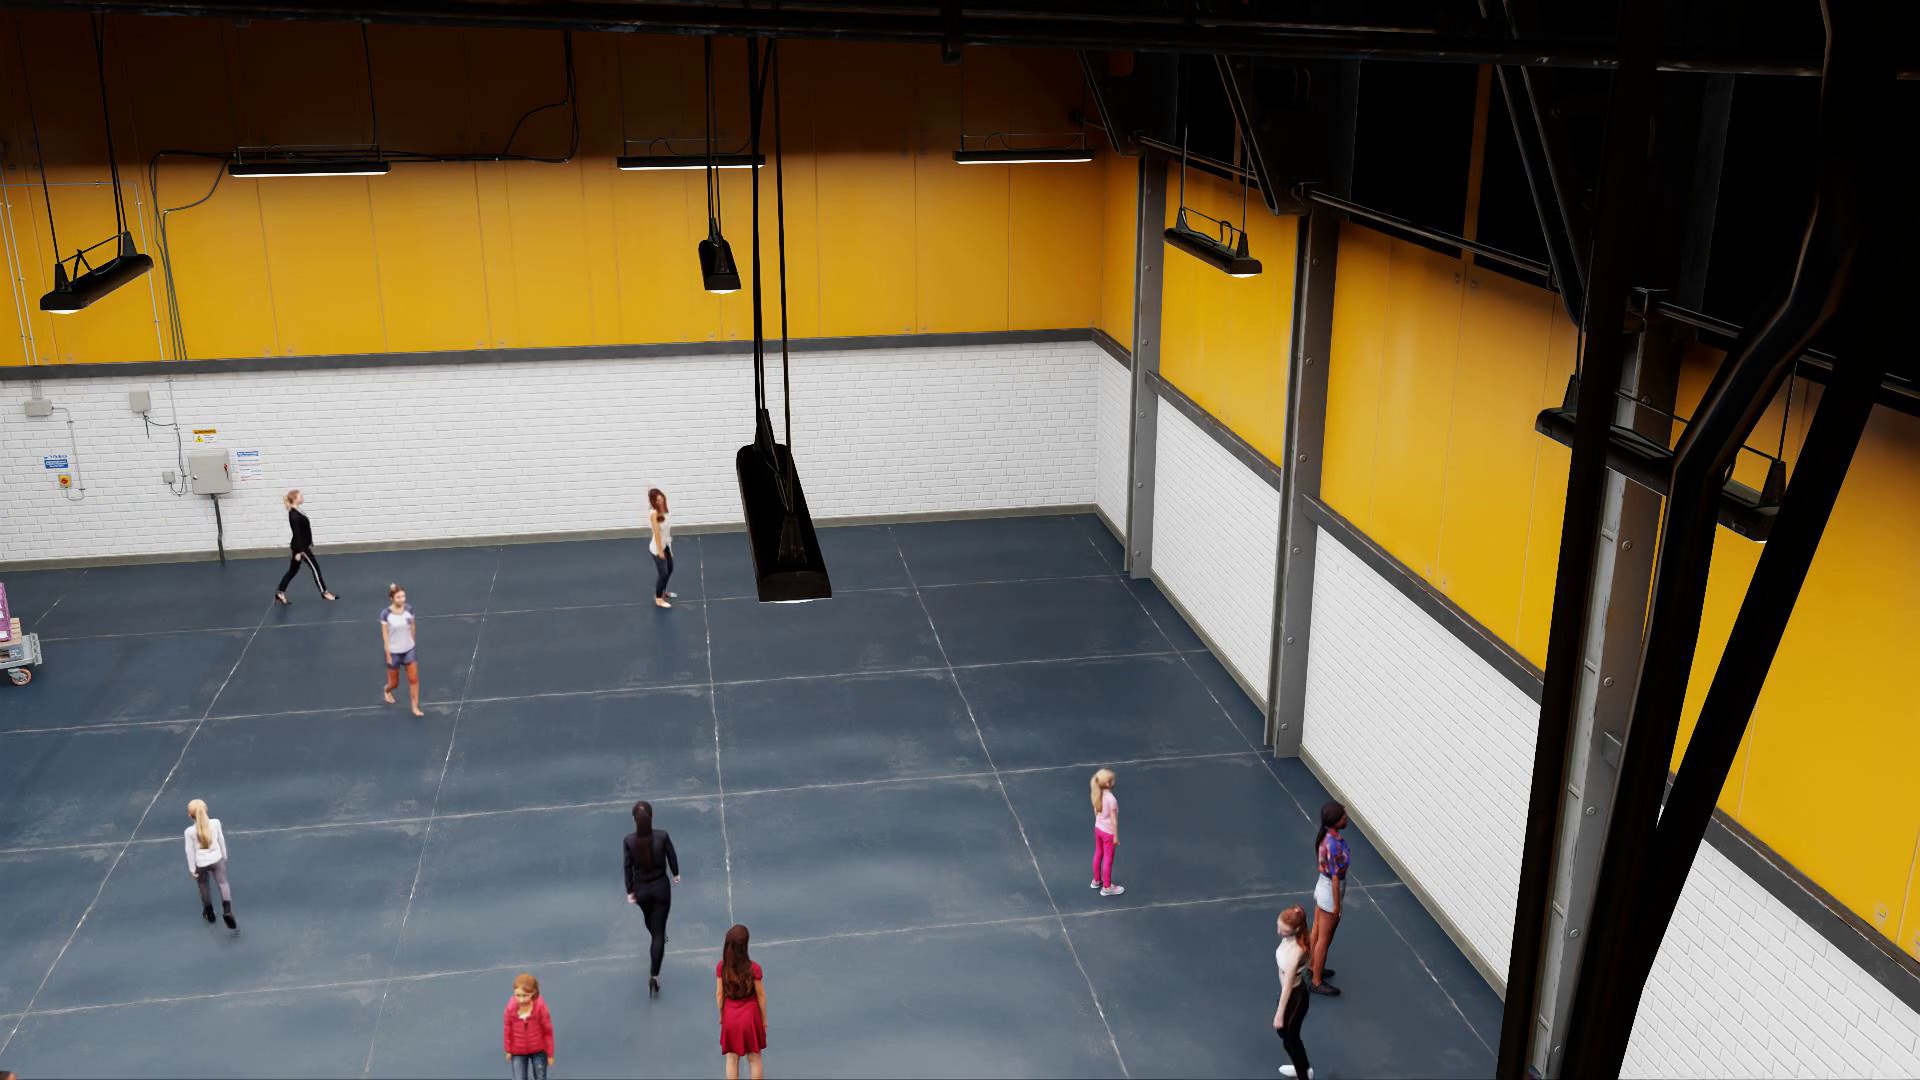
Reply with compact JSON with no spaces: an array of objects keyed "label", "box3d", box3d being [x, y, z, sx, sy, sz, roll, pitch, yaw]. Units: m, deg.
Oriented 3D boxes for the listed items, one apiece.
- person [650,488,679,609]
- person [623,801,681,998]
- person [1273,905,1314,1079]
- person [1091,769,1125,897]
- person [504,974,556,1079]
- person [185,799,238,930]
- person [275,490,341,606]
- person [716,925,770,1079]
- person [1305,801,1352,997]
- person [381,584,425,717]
[{"label":"person","box3d":[-4.132,0.107,22.870,0.893,1.744,0.680,-1,19,-2]},{"label":"person","box3d":[-2.628,3.080,14.194,0.702,1.648,1.123,0,19,-1]},{"label":"person","box3d":[2.601,3.531,12.749,0.809,1.715,0.666,7,20,20]},{"label":"person","box3d":[1.380,2.749,15.768,0.609,1.269,0.532,-10,21,-27]},{"label":"person","box3d":[-3.234,3.813,12.552,0.548,1.305,0.652,-2,19,-6]},{"label":"person","box3d":[-6.824,2.960,15.150,0.687,1.264,0.860,-13,22,-33]},{"label":"person","box3d":[-9.167,0.145,22.889,0.885,1.660,1.080,-9,21,-25]},{"label":"person","box3d":[-1.665,3.635,12.693,0.614,1.553,0.673,2,19,5]},{"label":"person","box3d":[3.144,3.027,14.197,0.693,1.744,0.521,1,19,2]},{"label":"person","box3d":[-6.616,1.295,19.563,0.815,1.604,0.964,-15,24,-37]}]
